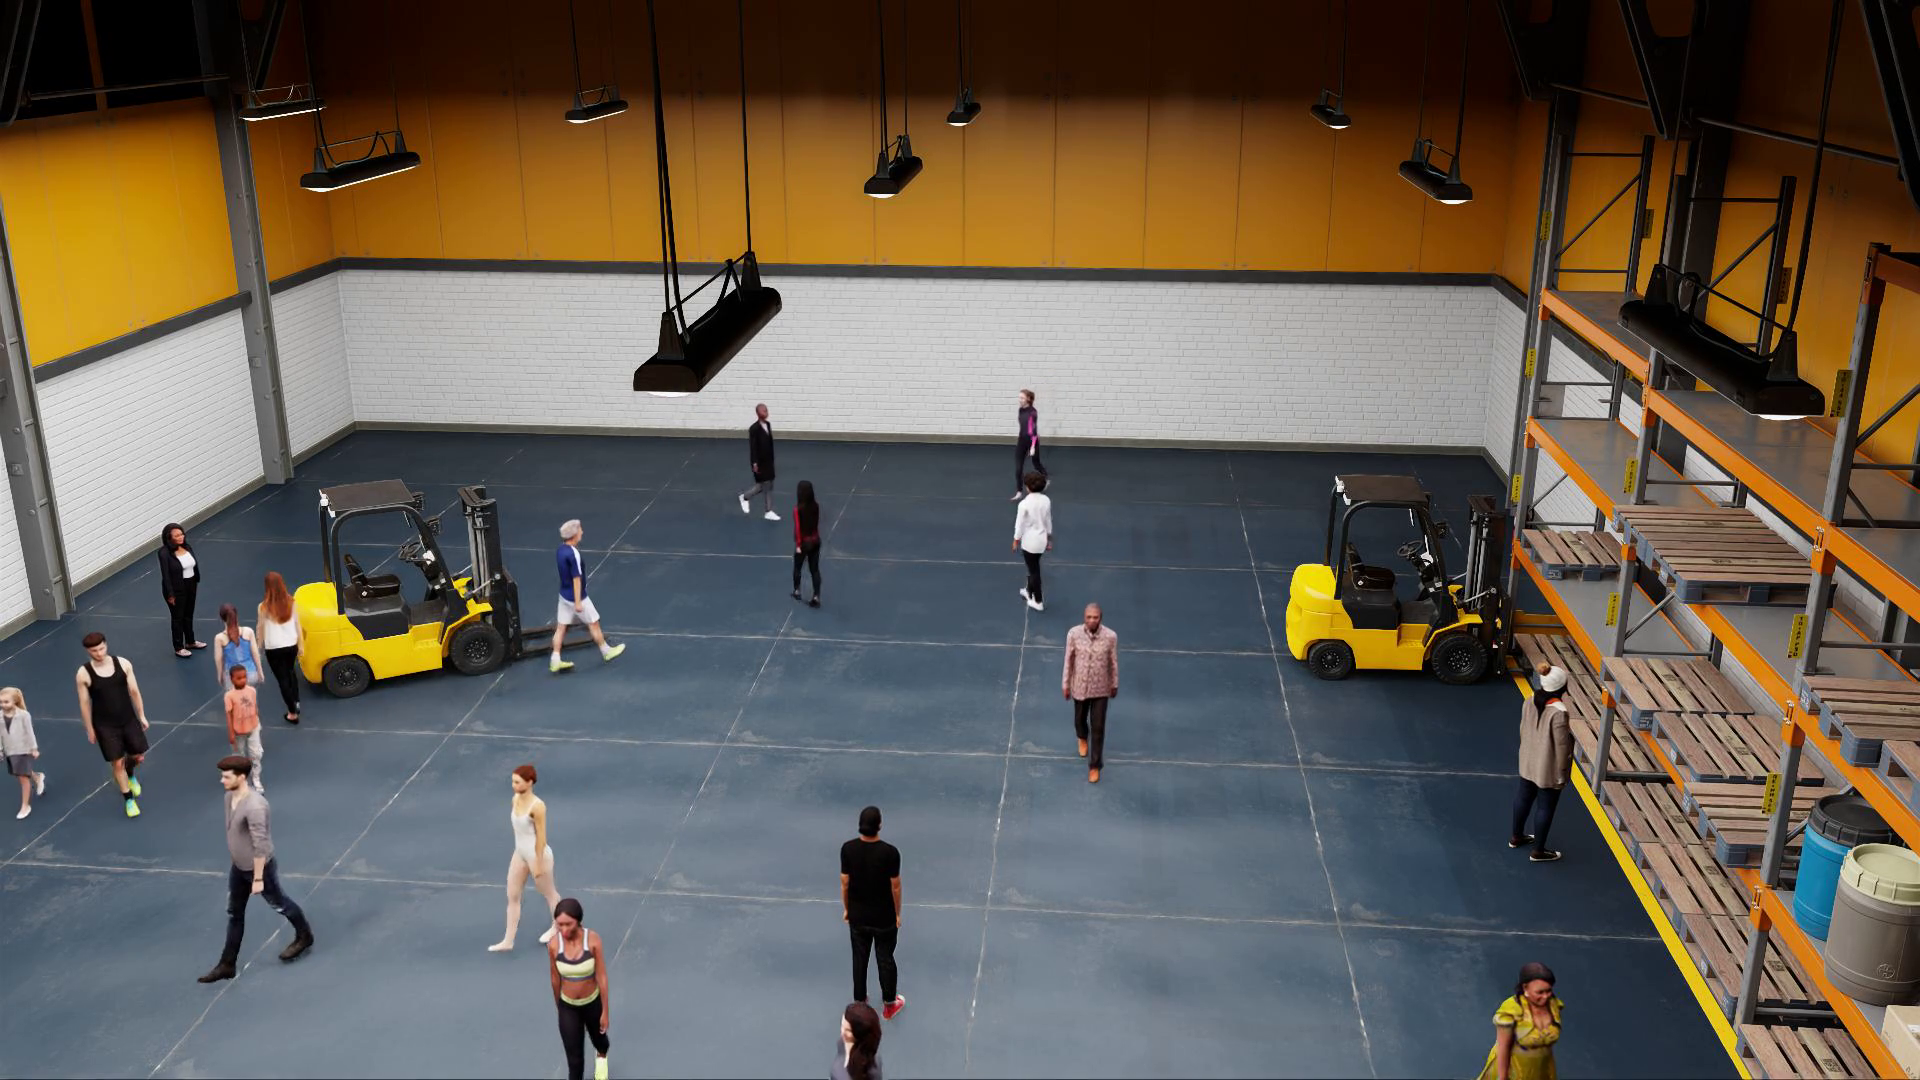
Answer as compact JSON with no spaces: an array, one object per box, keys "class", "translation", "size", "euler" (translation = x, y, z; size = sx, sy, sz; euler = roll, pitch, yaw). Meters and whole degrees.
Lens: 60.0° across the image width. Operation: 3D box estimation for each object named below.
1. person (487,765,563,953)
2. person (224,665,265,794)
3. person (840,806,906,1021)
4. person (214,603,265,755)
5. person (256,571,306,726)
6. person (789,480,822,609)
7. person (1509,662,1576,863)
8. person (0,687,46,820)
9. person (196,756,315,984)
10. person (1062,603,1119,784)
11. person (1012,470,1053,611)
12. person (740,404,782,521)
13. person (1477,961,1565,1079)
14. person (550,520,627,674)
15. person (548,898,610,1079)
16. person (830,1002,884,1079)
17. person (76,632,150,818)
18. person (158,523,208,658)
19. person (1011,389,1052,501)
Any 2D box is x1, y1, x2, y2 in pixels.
[{"class":"person","translation":[-3.447,2.575,13.674],"size":[0.834,1.623,0.973],"euler":[13,23,34]},{"class":"person","translation":[-7.080,1.835,16.383],"size":[0.791,1.295,0.861],"euler":[-15,24,-38]},{"class":"person","translation":[-0.668,2.836,12.688],"size":[0.652,1.758,0.598],"euler":[4,19,13]},{"class":"person","translation":[-7.364,1.461,17.074],"size":[1.025,1.563,1.096],"euler":[-14,23,-35]},{"class":"person","translation":[-7.175,1.174,17.696],"size":[0.779,1.711,0.715],"euler":[16,24,39]},{"class":"person","translation":[-1.865,0.075,21.077],"size":[0.875,1.635,0.921],"euler":[-17,25,-40]},{"class":"person","translation":[5.260,1.974,15.038],"size":[0.870,1.891,0.764],"euler":[-8,20,-21]},{"class":"person","translation":[-9.019,1.990,15.984],"size":[0.560,1.256,0.848],"euler":[1,19,2]},{"class":"person","translation":[-5.546,2.584,13.284],"size":[1.132,1.854,1.302],"euler":[14,23,36]},{"class":"person","translation":[1.321,1.445,16.758],"size":[0.764,1.796,1.158],"euler":[3,19,9]},{"class":"person","translation":[0.987,0.028,20.968],"size":[0.904,1.794,0.975],"euler":[-13,22,-33]},{"class":"person","translation":[-2.979,-1.152,24.544],"size":[0.955,1.749,0.976],"euler":[11,22,31]},{"class":"person","translation":[3.651,3.486,10.992],"size":[1.061,1.609,1.338],"euler":[-7,20,-19]},{"class":"person","translation":[-4.501,0.678,19.051],"size":[1.189,1.787,1.144],"euler":[-15,24,-37]},{"class":"person","translation":[-2.607,3.228,11.598],"size":[0.725,1.709,1.211],"euler":[-2,19,-7]},{"class":"person","translation":[-0.572,3.612,10.373],"size":[0.844,1.764,0.781],"euler":[-13,23,-35]},{"class":"person","translation":[-8.074,1.710,15.848],"size":[0.938,1.874,0.998],"euler":[-16,24,-39]},{"class":"person","translation":[-9.213,0.570,19.639],"size":[0.739,1.616,0.586],"euler":[4,19,11]},{"class":"person","translation":[1.115,-1.468,25.544],"size":[0.961,1.708,1.119],"euler":[16,24,39]}]
